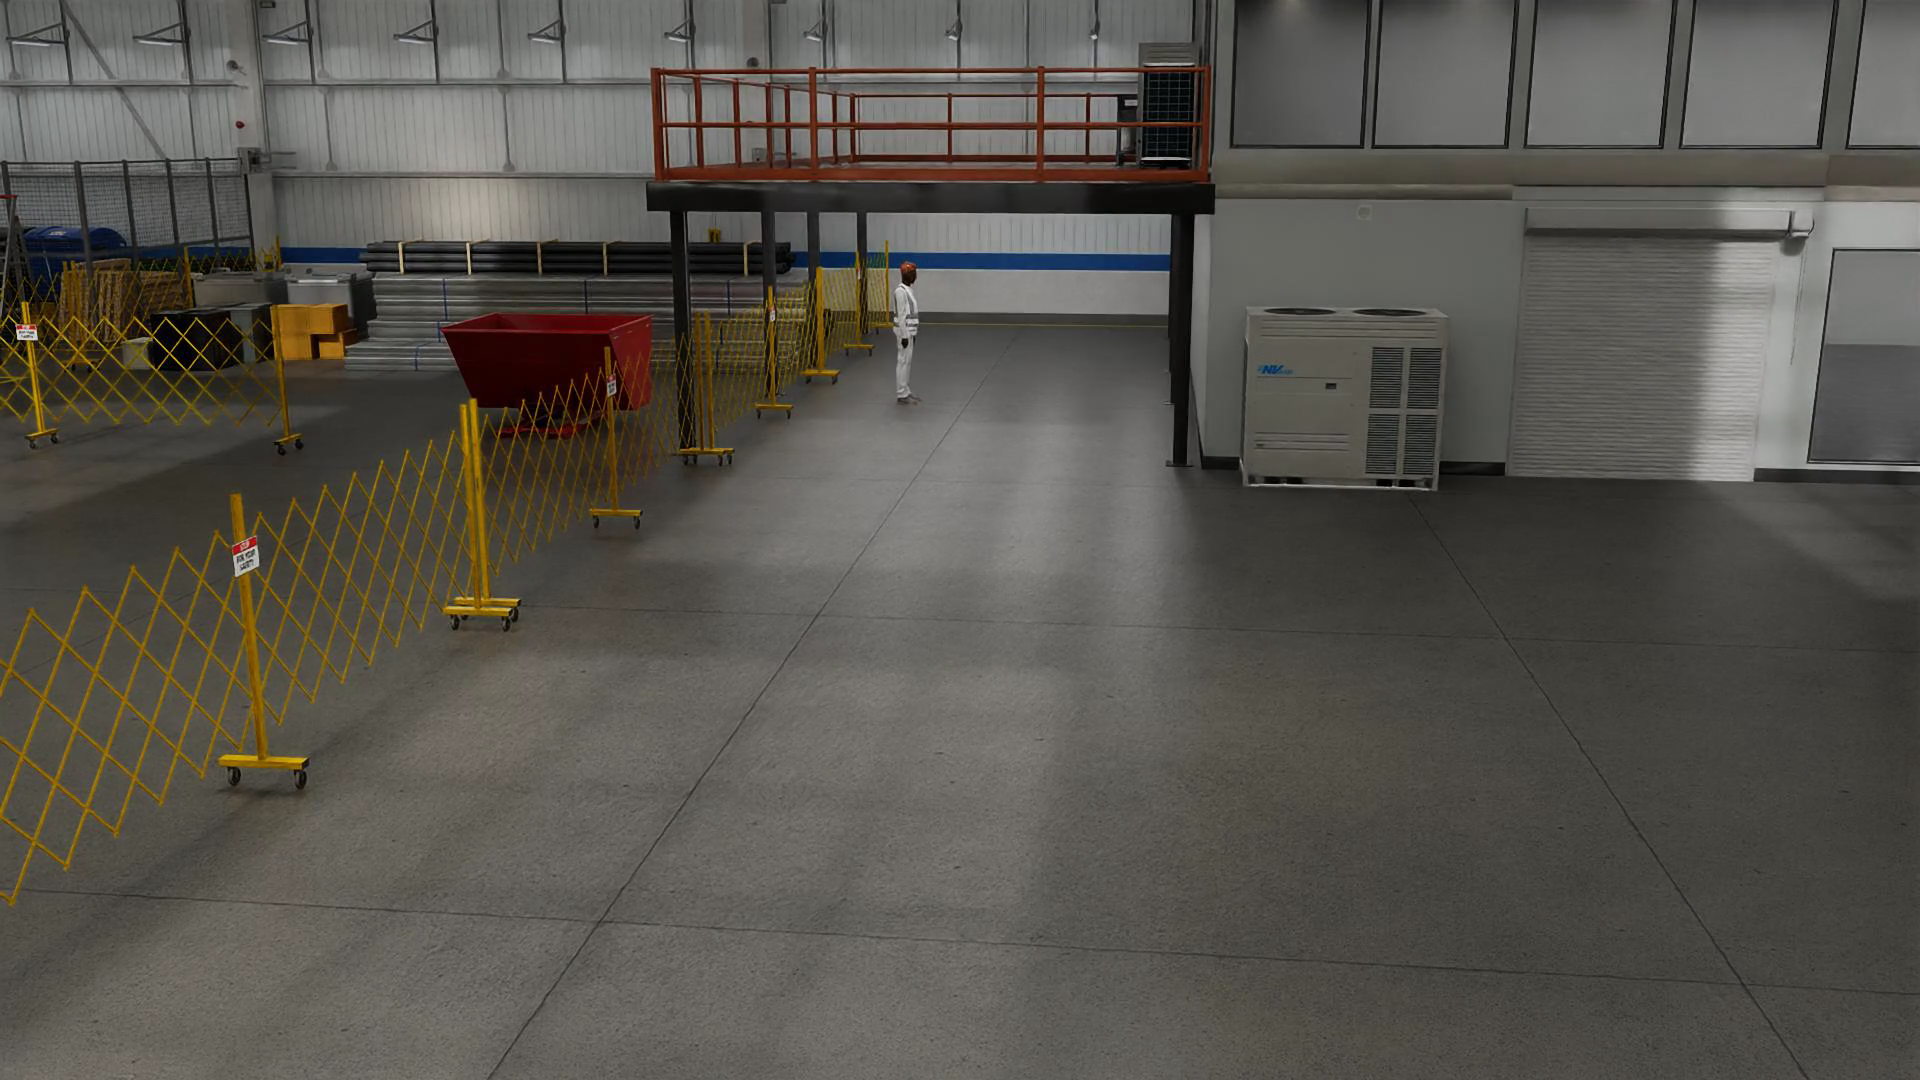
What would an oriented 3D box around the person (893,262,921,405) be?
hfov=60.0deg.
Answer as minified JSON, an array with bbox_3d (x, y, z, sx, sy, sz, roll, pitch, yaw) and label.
[{"bbox_3d":[-0.703,-2.741,22.072,0.355,1.884,0.575,2,14,6],"label":"person"}]
